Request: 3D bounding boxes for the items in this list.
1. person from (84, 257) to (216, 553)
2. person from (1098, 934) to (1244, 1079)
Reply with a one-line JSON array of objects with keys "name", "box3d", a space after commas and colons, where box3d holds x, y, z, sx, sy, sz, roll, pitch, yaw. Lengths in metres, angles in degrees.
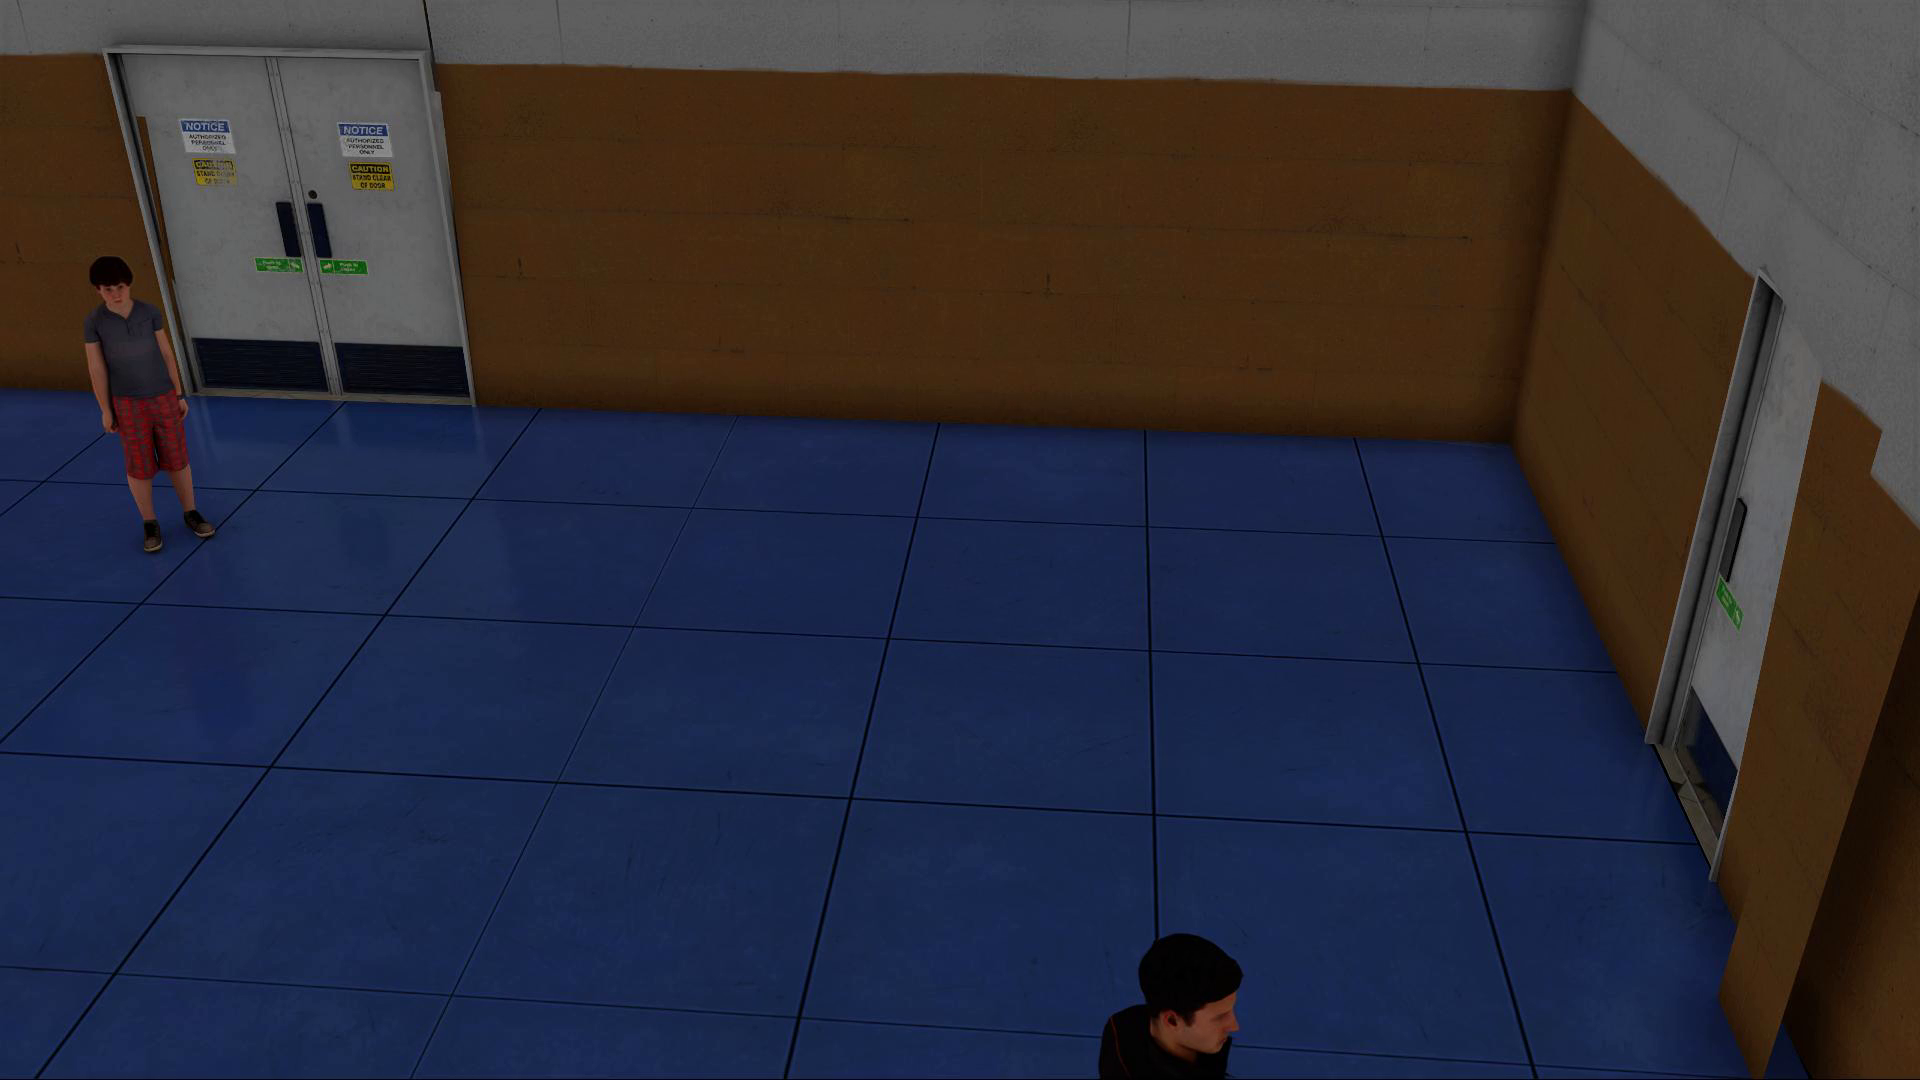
[{"name": "person", "box3d": [-4.464, -0.761, 9.090, 0.671, 1.650, 0.718, -19, 34, -31]}, {"name": "person", "box3d": [0.472, 1.765, 4.170, 0.790, 1.944, 0.579, -2, 29, -4]}]
